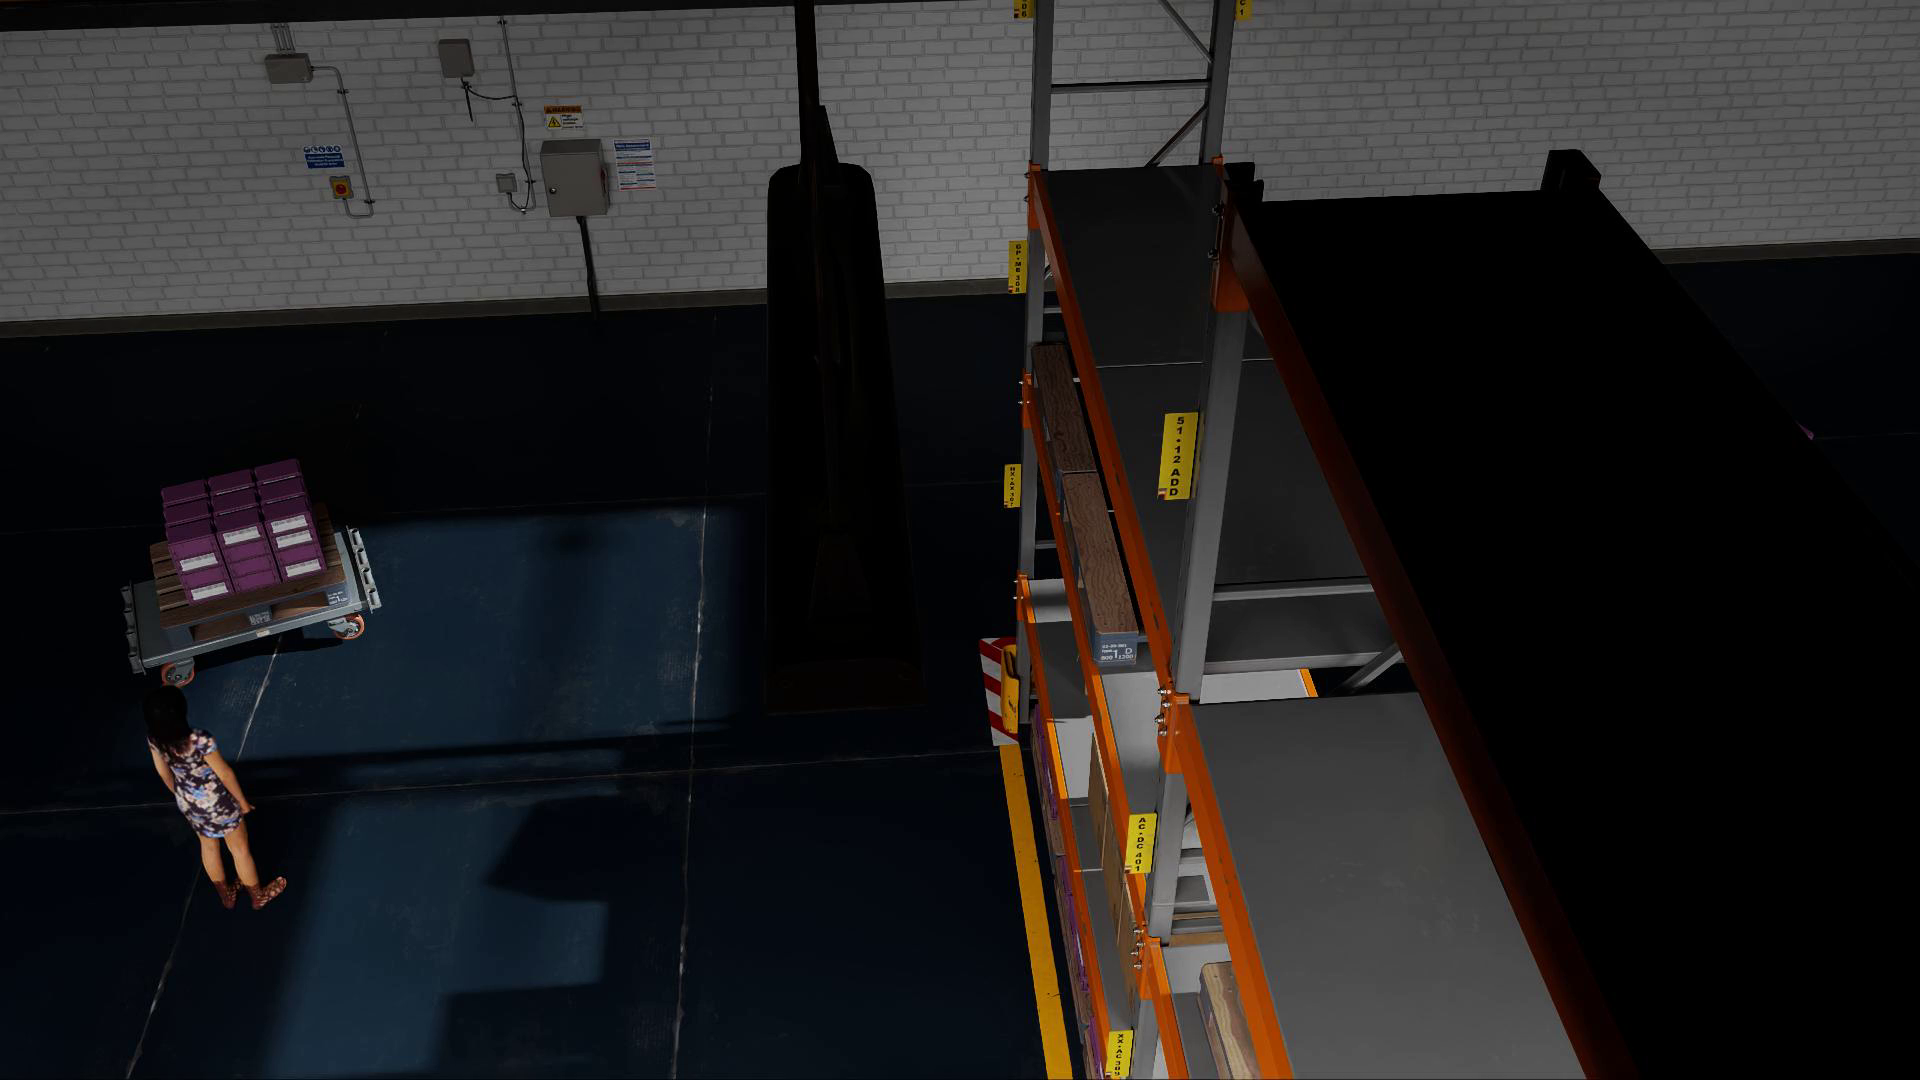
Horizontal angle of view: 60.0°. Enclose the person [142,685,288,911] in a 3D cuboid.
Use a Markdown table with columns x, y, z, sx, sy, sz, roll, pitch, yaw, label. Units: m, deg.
| x | y | z | sx | sy | sz | roll | pitch | yaw | label |
| --- | --- | --- | --- | --- | --- | --- | --- | --- | --- |
| -4.343 | 1.500 | 9.584 | 0.655 | 1.733 | 0.624 | 8 | 39 | 10 | person |
